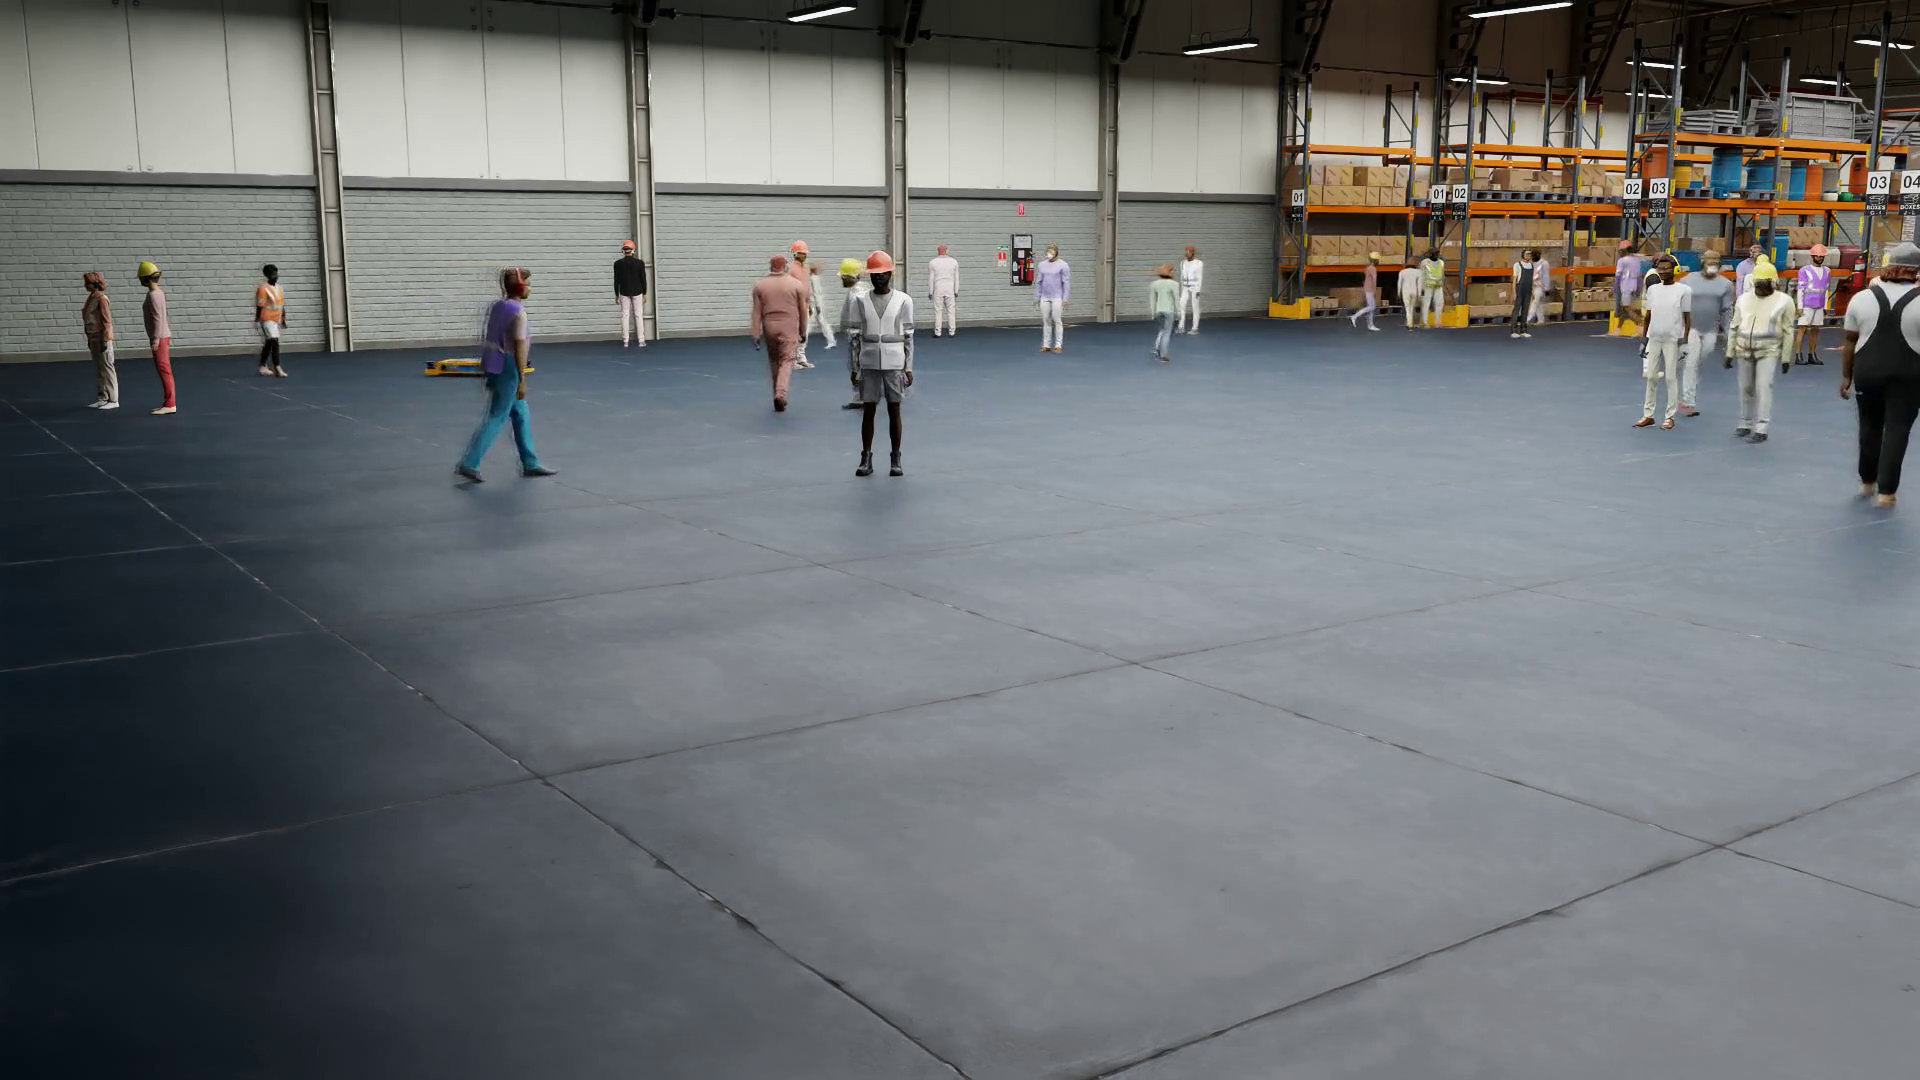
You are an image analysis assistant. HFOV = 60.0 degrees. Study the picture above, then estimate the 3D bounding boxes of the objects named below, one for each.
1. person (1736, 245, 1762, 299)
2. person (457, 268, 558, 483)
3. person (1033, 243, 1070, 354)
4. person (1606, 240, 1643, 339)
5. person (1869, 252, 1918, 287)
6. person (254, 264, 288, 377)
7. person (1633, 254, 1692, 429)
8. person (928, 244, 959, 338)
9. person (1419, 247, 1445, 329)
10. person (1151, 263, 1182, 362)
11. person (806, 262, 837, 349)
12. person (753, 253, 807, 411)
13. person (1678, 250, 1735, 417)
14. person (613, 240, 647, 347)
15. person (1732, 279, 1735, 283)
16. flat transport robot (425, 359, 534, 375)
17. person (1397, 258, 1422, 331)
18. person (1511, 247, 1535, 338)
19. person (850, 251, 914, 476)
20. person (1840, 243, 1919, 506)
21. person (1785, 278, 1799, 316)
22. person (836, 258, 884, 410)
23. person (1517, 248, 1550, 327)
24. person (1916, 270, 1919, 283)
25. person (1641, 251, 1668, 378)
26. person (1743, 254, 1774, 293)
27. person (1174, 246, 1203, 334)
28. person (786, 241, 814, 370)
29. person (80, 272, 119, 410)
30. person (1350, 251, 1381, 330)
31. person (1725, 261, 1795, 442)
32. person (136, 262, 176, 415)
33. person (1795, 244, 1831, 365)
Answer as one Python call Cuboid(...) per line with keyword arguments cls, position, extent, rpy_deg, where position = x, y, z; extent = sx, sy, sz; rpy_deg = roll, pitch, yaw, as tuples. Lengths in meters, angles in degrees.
Cuboid(cls="person", position=(14.515, -4.444, 30.485), extent=(0.639, 1.910, 0.404), rpy_deg=(-3, 11, -18))
Cuboid(cls="person", position=(-3.891, -1.389, 14.043), extent=(0.893, 1.807, 0.597), rpy_deg=(-7, 12, -34))
Cuboid(cls="person", position=(1.619, -4.259, 29.401), extent=(0.663, 1.933, 0.362), rpy_deg=(6, 12, 32))
Cuboid(cls="person", position=(13.633, -5.088, 33.786), extent=(0.640, 1.999, 0.944), rpy_deg=(-8, 13, -36))
Cuboid(cls="person", position=(12.754, -3.007, 22.755), extent=(0.646, 1.858, 1.012), rpy_deg=(8, 13, 37))
Cuboid(cls="person", position=(-10.192, -3.223, 24.502), extent=(0.630, 1.662, 0.574), rpy_deg=(2, 10, 9))
Cuboid(cls="person", position=(7.560, -2.122, 17.864), extent=(0.312, 1.869, 0.538), rpy_deg=(-9, 14, -40))
Cuboid(cls="person", position=(-0.342, -5.076, 33.973), extent=(0.639, 1.902, 0.406), rpy_deg=(-2, 11, -12))
Cuboid(cls="person", position=(10.596, -5.613, 37.141), extent=(0.666, 1.814, 0.745), rpy_deg=(-3, 11, -16))
Cuboid(cls="person", position=(3.419, -3.748, 27.454), extent=(0.510, 1.618, 0.358), rpy_deg=(10, 14, 43))
Cuboid(cls="person", position=(-2.665, -4.278, 30.442), extent=(0.880, 1.593, 0.541), rpy_deg=(-2, 10, -9))
Cuboid(cls="person", position=(-2.159, -2.485, 19.862), extent=(0.625, 1.866, 0.898), rpy_deg=(2, 11, 12))
Cuboid(cls="person", position=(8.479, -2.334, 18.941), extent=(0.638, 1.896, 0.933), rpy_deg=(1, 10, 6))
Cuboid(cls="person", position=(-6.184, -4.621, 31.242), extent=(0.611, 1.985, 0.393), rpy_deg=(-1, 10, -7))
Cuboid(cls="person", position=(21.813, -7.483, 47.270), extent=(0.420, 1.861, 0.596), rpy_deg=(-8, 13, -36))
Cuboid(cls="flat transport robot", position=(-7.149, -2.579, 24.748), extent=(1.431, 0.197, 0.652), rpy_deg=(1, 10, 7))
Cuboid(cls="person", position=(9.877, -5.421, 36.681), extent=(0.496, 1.591, 0.800), rpy_deg=(-1, 10, -6))
Cuboid(cls="person", position=(11.495, -5.039, 33.915), extent=(0.506, 1.847, 0.343), rpy_deg=(-4, 11, -20))
Cuboid(cls="person", position=(-0.674, -1.507, 14.301), extent=(0.550, 1.935, 0.375), rpy_deg=(1, 10, 3))
Cuboid(cls="person", position=(7.289, -1.308, 12.926), extent=(0.701, 2.000, 0.920), rpy_deg=(9, 14, 41))
Cuboid(cls="person", position=(20.011, -6.001, 39.764), extent=(0.361, 1.623, 0.552), rpy_deg=(-8, 13, -38))
Cuboid(cls="person", position=(-1.228, -2.424, 19.688), extent=(0.451, 1.813, 0.598), rpy_deg=(1, 10, 4))
Cuboid(cls="person", position=(13.148, -5.767, 38.077), extent=(0.974, 1.790, 0.654), rpy_deg=(-5, 12, -26))
Cuboid(cls="person", position=(16.676, -4.218, 29.204), extent=(0.610, 1.936, 0.909), rpy_deg=(-6, 12, -30))
Cuboid(cls="person", position=(10.241, -3.309, 24.448), extent=(0.429, 1.844, 0.627), rpy_deg=(5, 12, 26))
Cuboid(cls="person", position=(13.393, -3.902, 27.917), extent=(0.523, 1.763, 0.329), rpy_deg=(0, 10, 0))
Cuboid(cls="person", position=(4.818, -5.251, 35.029), extent=(0.591, 1.856, 0.736), rpy_deg=(9, 14, 41))
Cuboid(cls="person", position=(-2.499, -3.655, 25.926), extent=(0.397, 1.990, 0.624), rpy_deg=(6, 12, 29))
Cuboid(cls="person", position=(-10.307, -2.384, 19.921), extent=(0.514, 1.643, 0.307), rpy_deg=(9, 14, 42))
Cuboid(cls="person", position=(8.921, -5.457, 36.486), extent=(0.592, 1.738, 0.515), rpy_deg=(1, 10, 3))
Cuboid(cls="person", position=(8.082, -1.910, 16.843), extent=(0.409, 1.828, 0.606), rpy_deg=(-9, 14, -40))
Cuboid(cls="person", position=(-9.353, -2.339, 19.340), extent=(0.321, 1.765, 0.533), rpy_deg=(-4, 11, -21))
Cuboid(cls="person", position=(13.736, -3.778, 26.755), extent=(0.545, 1.938, 0.362), rpy_deg=(-2, 11, -11))
